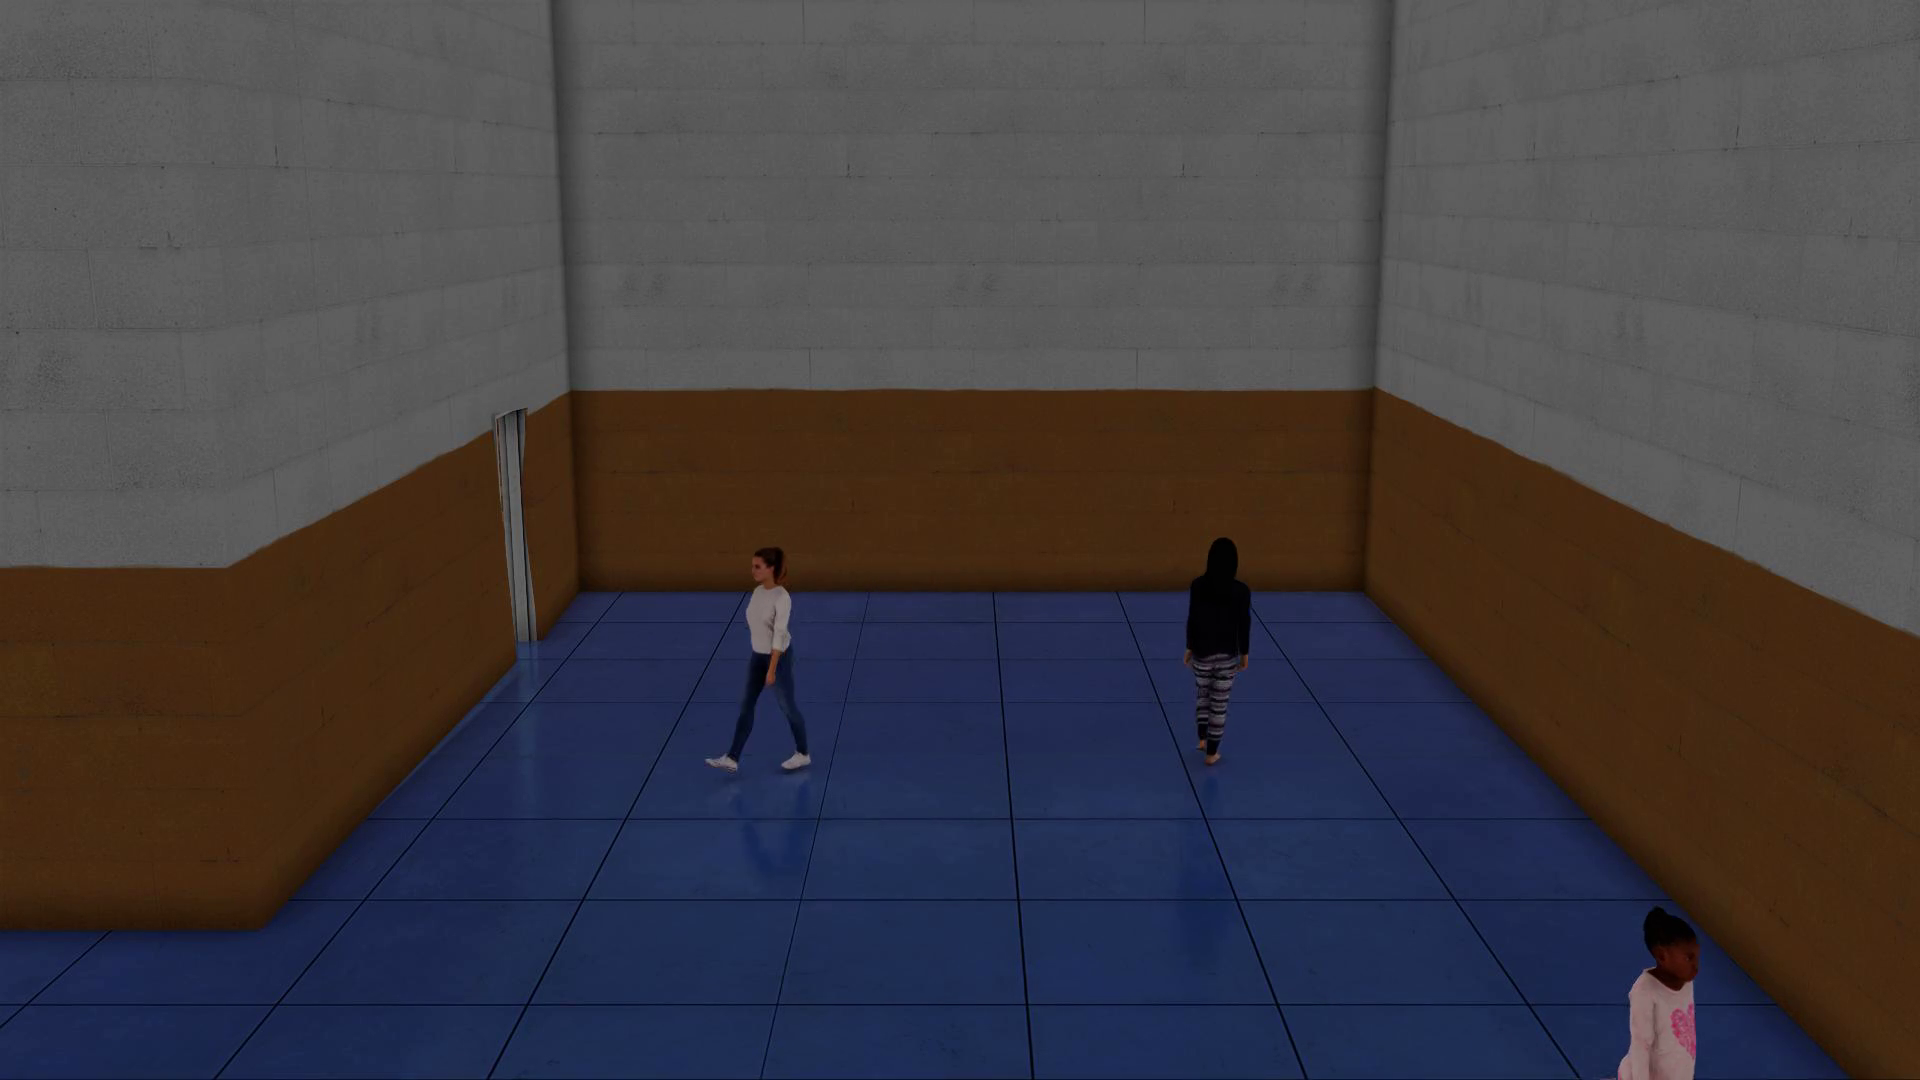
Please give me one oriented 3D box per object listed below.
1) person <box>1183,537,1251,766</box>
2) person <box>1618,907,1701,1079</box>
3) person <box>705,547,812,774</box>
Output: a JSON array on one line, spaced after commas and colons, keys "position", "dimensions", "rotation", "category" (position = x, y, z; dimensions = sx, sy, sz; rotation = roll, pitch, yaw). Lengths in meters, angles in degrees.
[{"position": [1.883, 0.850, 12.375], "dimensions": [0.658, 1.723, 0.781], "rotation": [4, 13, 19], "category": "person"}, {"position": [2.759, 2.185, 6.742], "dimensions": [0.946, 1.431, 0.893], "rotation": [-7, 14, -30], "category": "person"}, {"position": [-1.298, 0.898, 12.241], "dimensions": [1.121, 1.684, 1.003], "rotation": [-9, 15, -36], "category": "person"}]
